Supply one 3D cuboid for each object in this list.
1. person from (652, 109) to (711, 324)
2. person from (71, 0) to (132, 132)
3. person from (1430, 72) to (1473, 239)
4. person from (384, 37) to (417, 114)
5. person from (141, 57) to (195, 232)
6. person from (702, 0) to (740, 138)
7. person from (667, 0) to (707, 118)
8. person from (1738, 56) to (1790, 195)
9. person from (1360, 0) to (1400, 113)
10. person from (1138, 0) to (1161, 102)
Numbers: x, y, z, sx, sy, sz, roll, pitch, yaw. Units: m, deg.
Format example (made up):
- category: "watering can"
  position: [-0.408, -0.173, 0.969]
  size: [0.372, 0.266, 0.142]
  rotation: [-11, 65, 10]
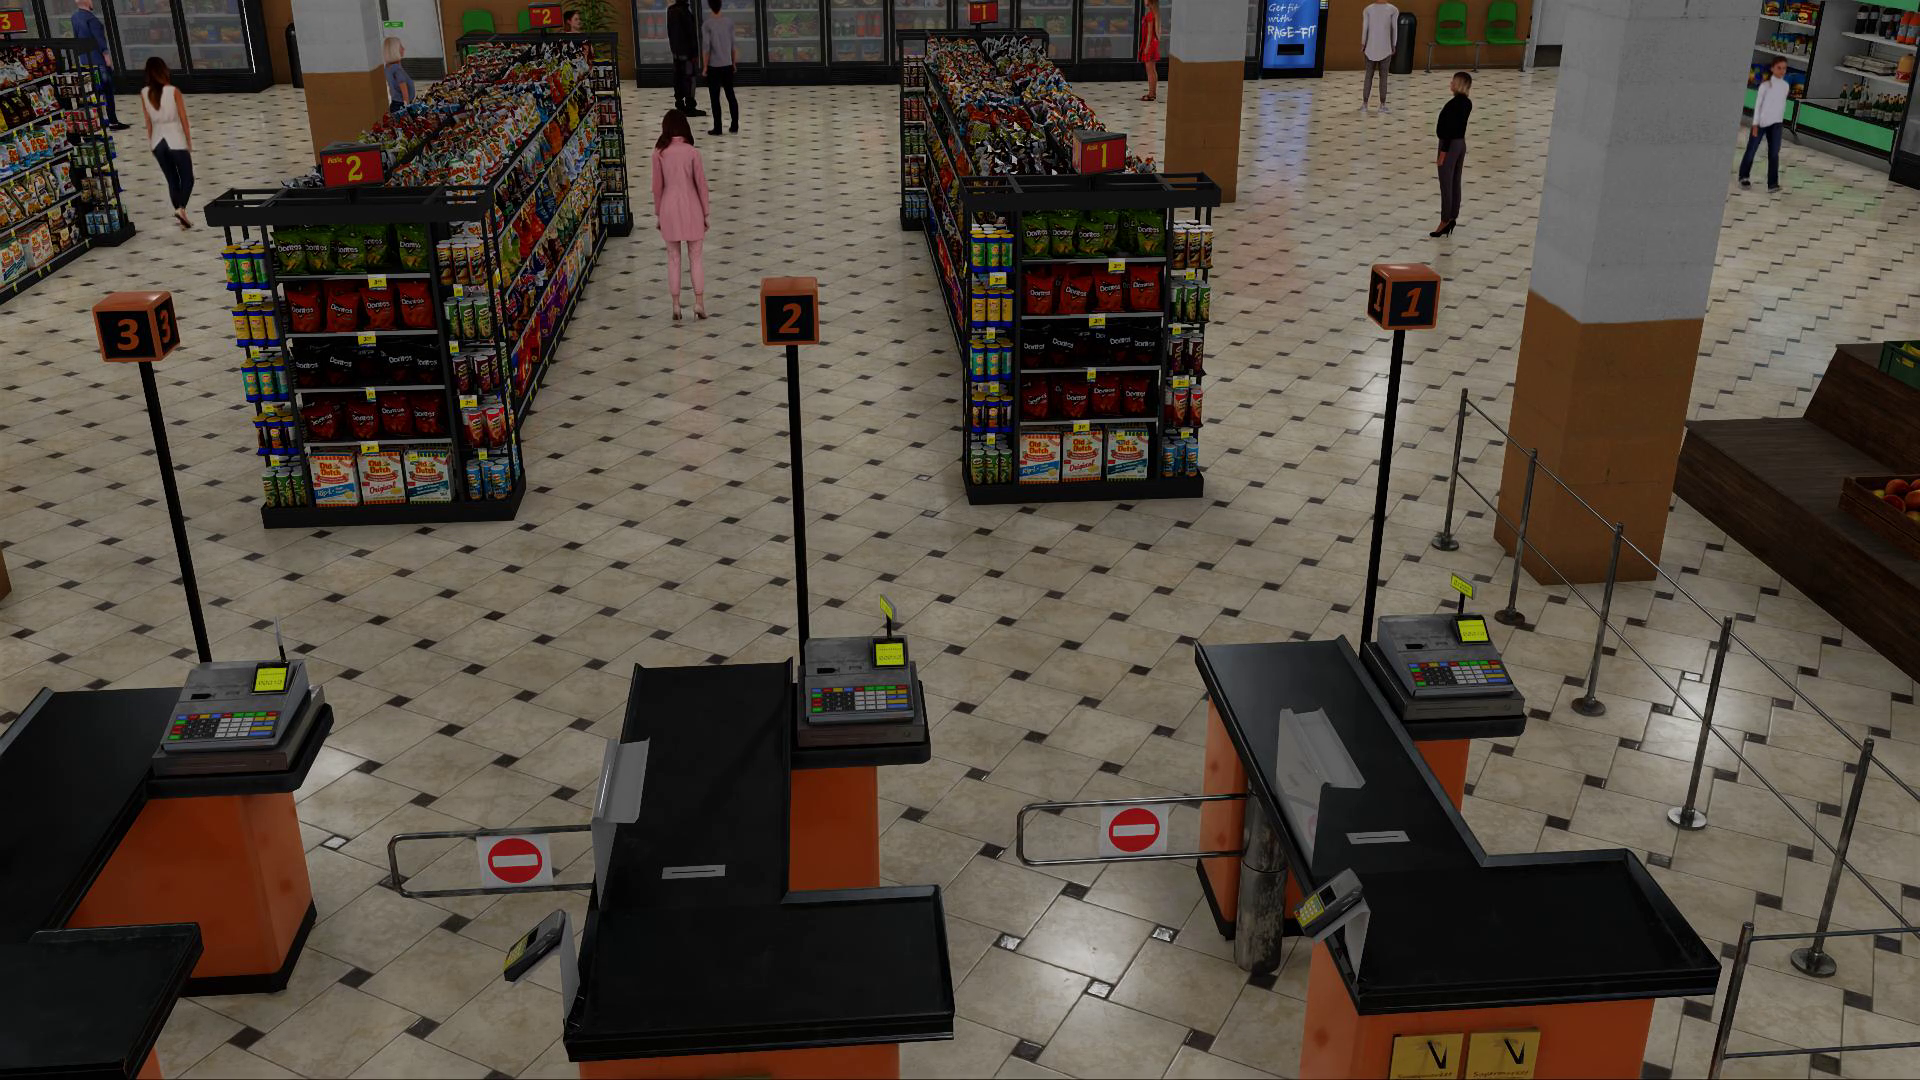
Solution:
- category: "person"
  position: [-2.384, -2.759, 14.205]
  size: [0.621, 1.802, 0.514]
  rotation: [-1, 24, -2]
- category: "person"
  position: [-11.899, -6.585, 22.918]
  size: [0.800, 1.826, 0.788]
  rotation: [11, 26, 23]
- category: "person"
  position: [5.078, -3.967, 17.128]
  size: [0.725, 1.672, 0.664]
  rotation: [18, 30, 36]
- category: "person"
  position: [-6.490, -4.963, 19.340]
  size: [0.729, 1.722, 0.618]
  rotation: [-17, 29, -33]
- category: "person"
  position: [-8.209, -4.059, 17.213]
  size: [0.589, 1.772, 0.770]
  rotation: [-3, 24, -6]
- category: "person"
  position: [-3.252, -6.428, 22.558]
  size: [0.726, 1.826, 0.718]
  rotation: [-17, 29, -33]
- category: "person"
  position: [-4.006, -7.073, 24.033]
  size: [0.771, 1.825, 0.852]
  rotation: [22, 32, 40]
- category: "person"
  position: [9.268, -4.781, 19.190]
  size: [0.630, 1.509, 1.096]
  rotation: [1, 24, 2]
- category: "person"
  position: [6.137, -7.223, 24.364]
  size: [0.744, 1.835, 0.708]
  rotation: [7, 25, 16]
- category: "person"
  position: [2.907, -7.528, 25.365]
  size: [0.707, 1.592, 0.598]
  rotation: [8, 25, 17]
